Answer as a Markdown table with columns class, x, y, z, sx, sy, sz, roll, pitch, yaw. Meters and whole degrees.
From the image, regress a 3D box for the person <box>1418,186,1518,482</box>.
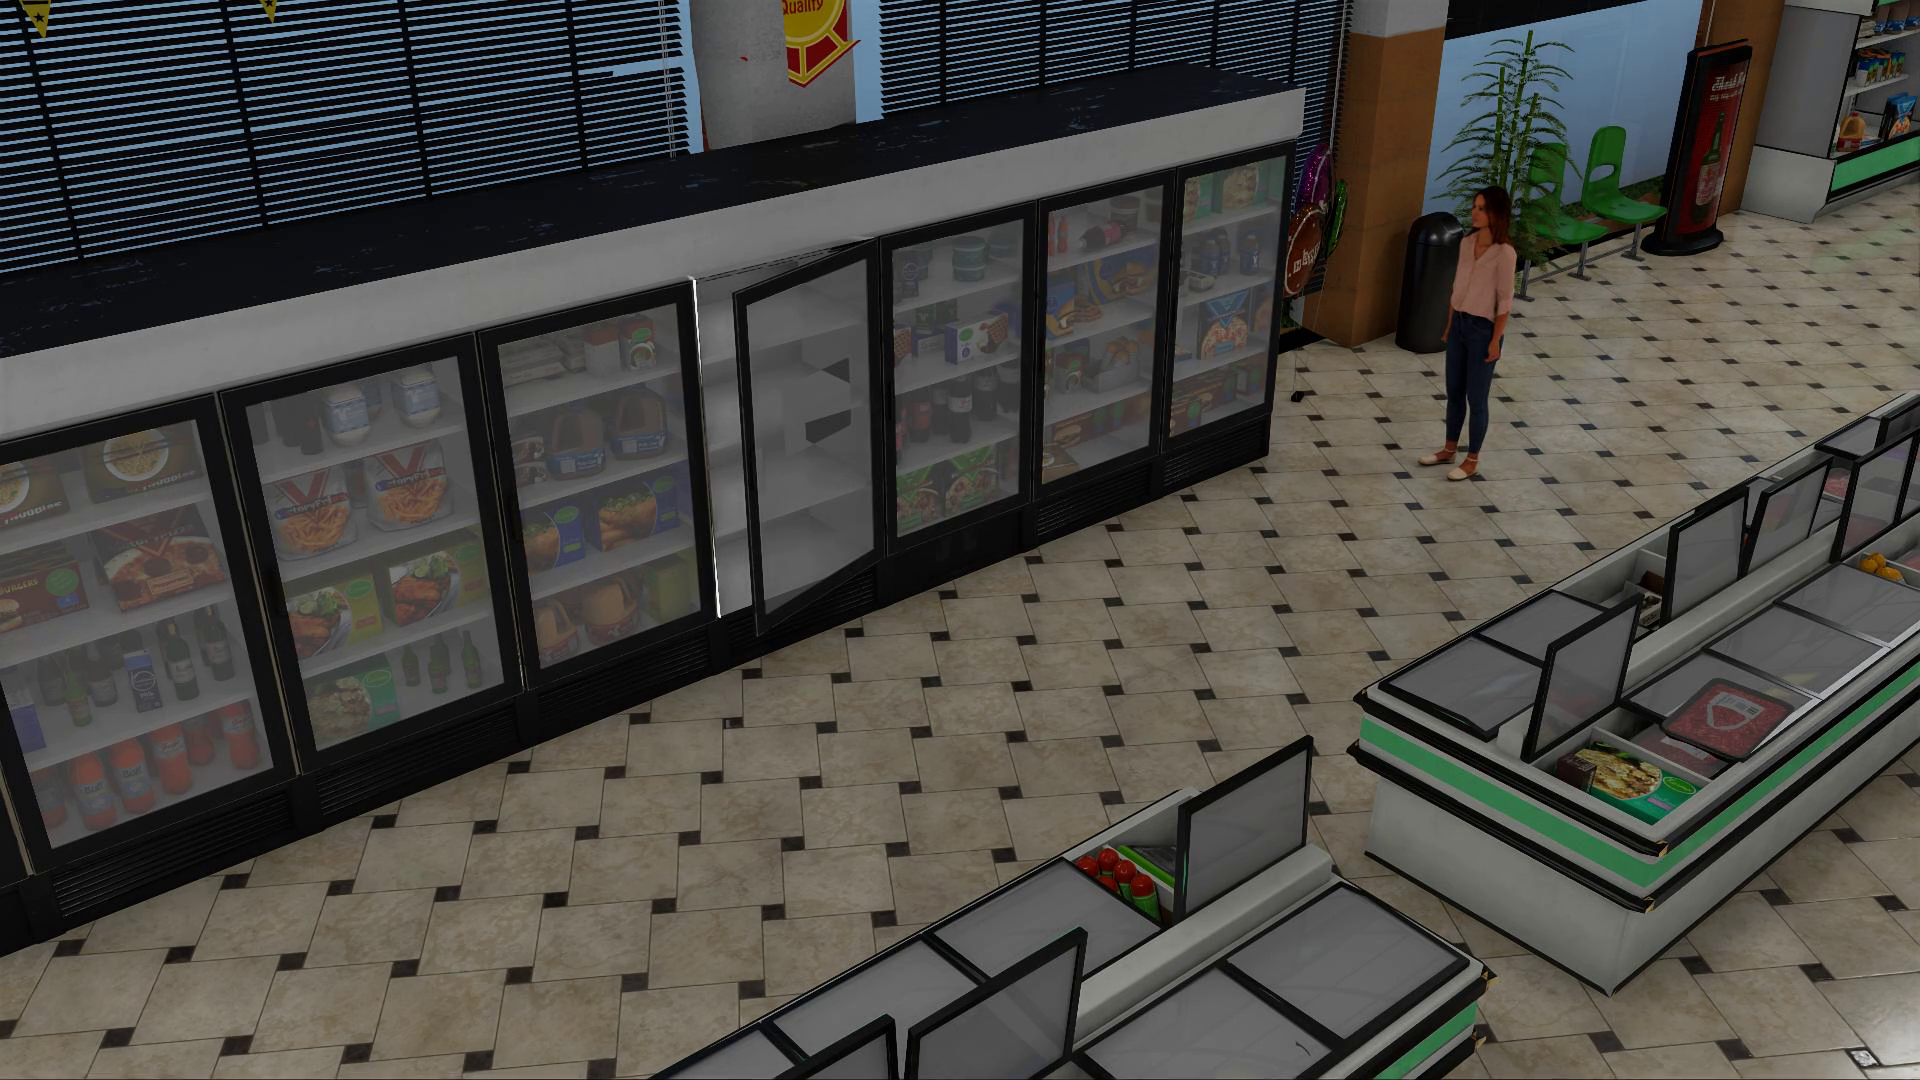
| class | x | y | z | sx | sy | sz | roll | pitch | yaw |
| --- | --- | --- | --- | --- | --- | --- | --- | --- | --- |
| person | 3.081 | -1.230 | 9.912 | 0.606 | 1.792 | 0.639 | -12 | 29 | -23 |
